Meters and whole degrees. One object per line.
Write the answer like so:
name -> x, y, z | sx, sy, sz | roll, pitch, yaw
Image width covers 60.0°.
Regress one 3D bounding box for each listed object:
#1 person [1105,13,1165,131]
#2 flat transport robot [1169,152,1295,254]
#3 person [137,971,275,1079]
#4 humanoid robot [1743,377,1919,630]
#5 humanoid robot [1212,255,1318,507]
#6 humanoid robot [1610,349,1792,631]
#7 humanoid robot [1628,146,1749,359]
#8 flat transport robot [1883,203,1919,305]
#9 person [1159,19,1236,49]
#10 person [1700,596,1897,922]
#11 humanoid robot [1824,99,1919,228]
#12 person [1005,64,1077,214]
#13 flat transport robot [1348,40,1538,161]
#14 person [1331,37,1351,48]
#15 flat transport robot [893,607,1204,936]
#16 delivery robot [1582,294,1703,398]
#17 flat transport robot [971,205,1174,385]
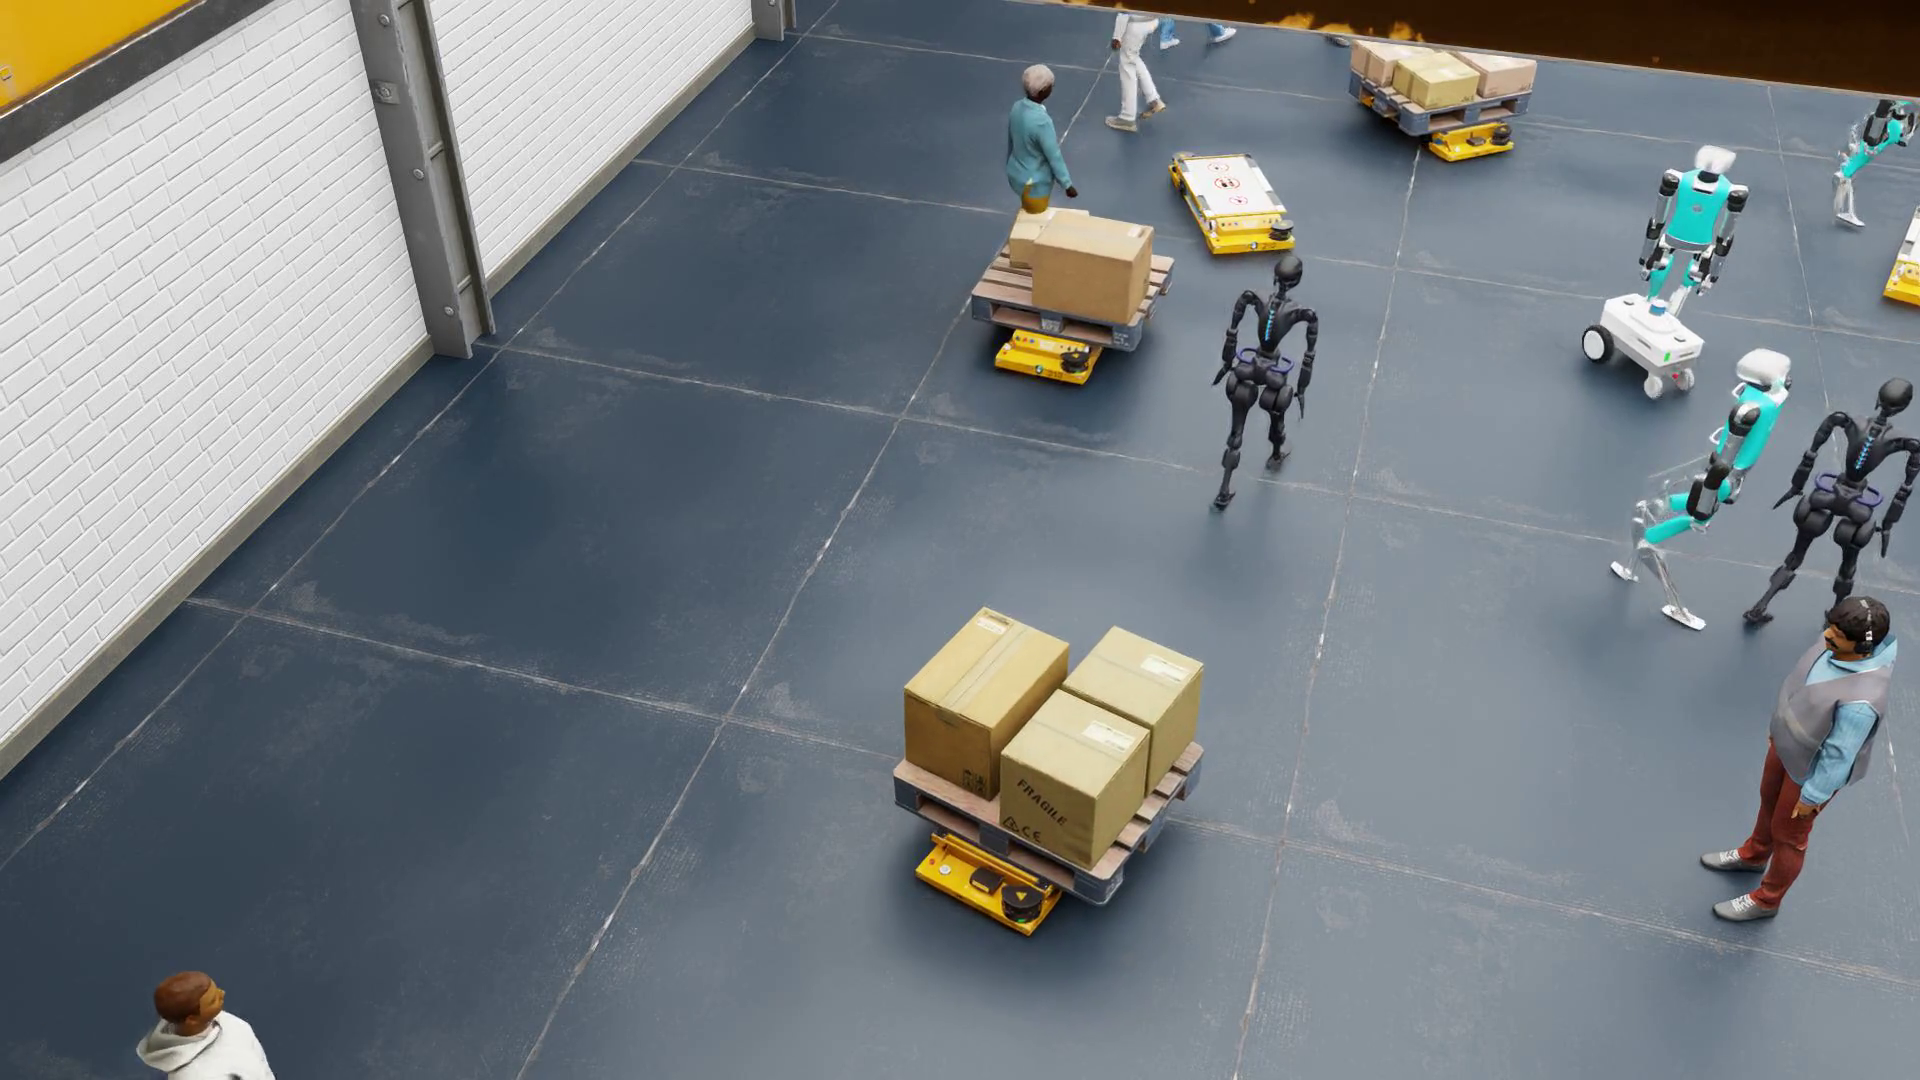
person -> 1.498, -4.397, 14.191 | 0.427, 1.871, 0.593 | 22, 44, 25
flat transport robot -> 2.175, -2.742, 13.415 | 0.659, 0.231, 1.431 | -5, 39, -7
person -> -2.707, 2.185, 6.119 | 0.892, 1.731, 0.530 | -17, 42, -20
humanoid robot -> 4.824, -0.181, 9.136 | 0.616, 1.641, 0.488 | 25, 45, 28
humanoid robot -> 1.847, -1.004, 10.179 | 0.608, 1.623, 0.799 | 17, 42, 20
humanoid robot -> 4.023, -0.349, 9.280 | 0.849, 1.784, 0.540 | 31, 48, 32
humanoid robot -> 4.878, -1.874, 11.232 | 0.540, 1.851, 0.795 | 19, 42, 22
flat transport robot -> 7.530, -2.148, 12.676 | 0.659, 0.231, 1.431 | 22, 44, 25
person -> 2.279, -5.494, 15.709 | 0.806, 1.688, 0.538 | -23, 44, -26
person -> 3.830, 0.987, 7.498 | 0.415, 1.872, 0.534 | 4, 39, 5
humanoid robot -> 7.032, -3.178, 12.853 | 0.540, 1.881, 0.717 | -19, 42, -22
person -> 0.567, -2.609, 12.089 | 0.726, 1.720, 0.549 | -16, 41, -19
flat transport robot -> 4.185, -3.751, 14.670 | 0.659, 0.231, 1.431 | -14, 41, -17
person -> 4.040, -5.567, 15.732 | 0.883, 1.774, 0.618 | 14, 41, 16
flat transport robot -> 0.449, 1.324, 8.358 | 0.659, 0.231, 1.431 | 23, 44, 26
delivery robot -> 4.758, -1.383, 11.489 | 0.499, 0.586, 0.765 | -14, 41, -17
flat transport robot -> 0.804, -1.616, 12.014 | 0.659, 0.231, 1.431 | 14, 41, 17
